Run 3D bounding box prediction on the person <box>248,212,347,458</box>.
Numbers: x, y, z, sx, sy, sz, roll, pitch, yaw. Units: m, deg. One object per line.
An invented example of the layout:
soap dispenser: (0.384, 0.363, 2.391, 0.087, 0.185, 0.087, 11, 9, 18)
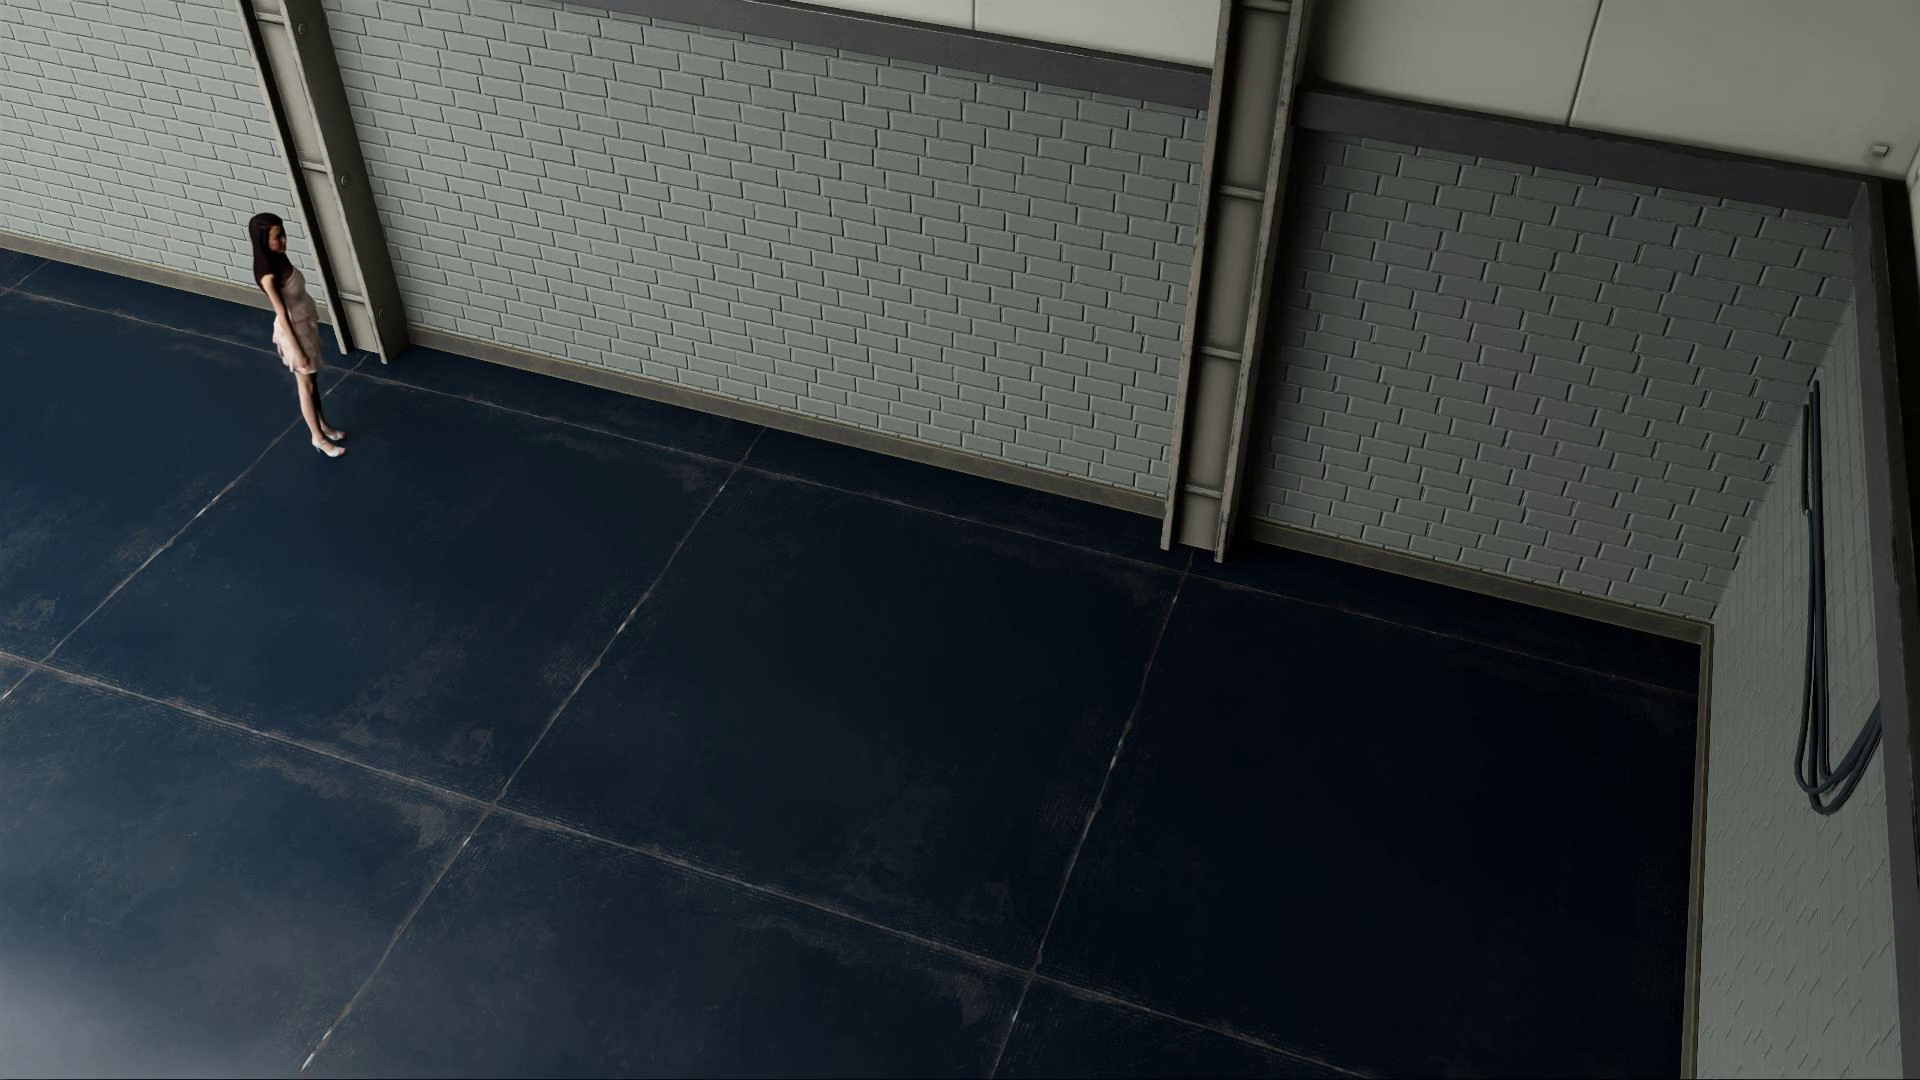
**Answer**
person: (-4.172, -1.278, 10.447, 0.678, 1.737, 0.659, -7, 43, -7)
